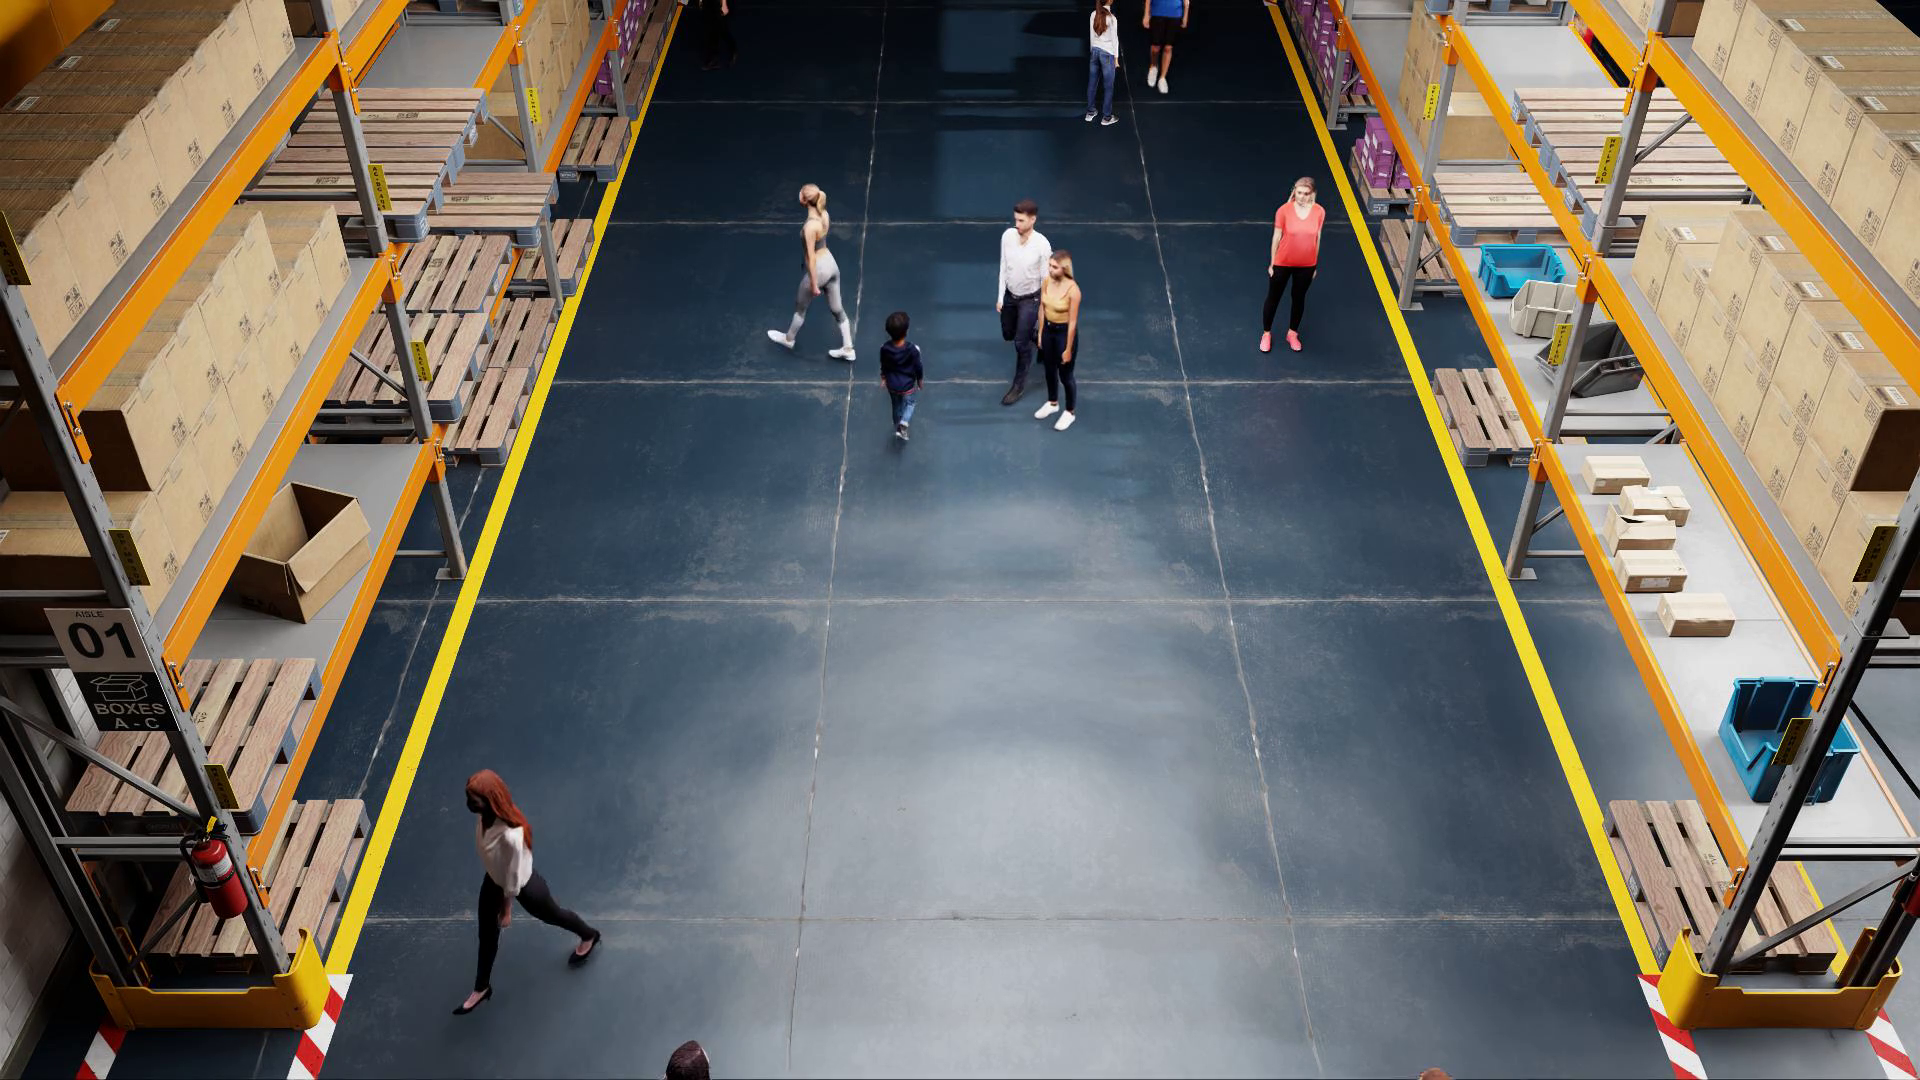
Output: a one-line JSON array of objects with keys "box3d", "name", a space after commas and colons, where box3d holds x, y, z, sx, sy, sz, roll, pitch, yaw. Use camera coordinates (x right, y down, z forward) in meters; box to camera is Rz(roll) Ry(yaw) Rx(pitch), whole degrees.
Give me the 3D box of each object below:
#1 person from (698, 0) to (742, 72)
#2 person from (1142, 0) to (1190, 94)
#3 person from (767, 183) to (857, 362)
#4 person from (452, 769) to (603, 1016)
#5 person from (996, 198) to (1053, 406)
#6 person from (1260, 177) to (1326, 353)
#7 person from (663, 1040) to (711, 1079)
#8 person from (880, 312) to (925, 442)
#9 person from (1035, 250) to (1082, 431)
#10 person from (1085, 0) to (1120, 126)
[{"box3d": [-2.882, -6.443, 19.837, 0.821, 1.685, 0.882, 31, 48, 33], "name": "person"}, {"box3d": [2.383, -6.156, 19.339, 0.702, 1.858, 0.723, -3, 39, -3], "name": "person"}, {"box3d": [-1.148, -2.320, 14.691, 0.933, 1.664, 1.080, 15, 41, 18], "name": "person"}, {"box3d": [-2.408, 1.925, 9.343, 1.147, 1.705, 1.123, -29, 47, -31], "name": "person"}, {"box3d": [0.586, -2.117, 14.295, 0.997, 1.841, 1.139, 24, 44, 27], "name": "person"}, {"box3d": [2.975, -2.469, 14.853, 0.582, 1.694, 0.520, -1, 39, -1], "name": "person"}, {"box3d": [-1.276, 3.010, 8.067, 0.680, 1.602, 0.689, 15, 41, 18], "name": "person"}, {"box3d": [-0.499, -1.320, 13.799, 0.603, 1.214, 0.676, 9, 40, 12], "name": "person"}, {"box3d": [0.834, -1.708, 13.956, 0.639, 1.626, 0.699, 31, 48, 33], "name": "person"}, {"box3d": [1.599, -5.452, 18.697, 0.627, 1.559, 0.673, 24, 45, 27], "name": "person"}]
